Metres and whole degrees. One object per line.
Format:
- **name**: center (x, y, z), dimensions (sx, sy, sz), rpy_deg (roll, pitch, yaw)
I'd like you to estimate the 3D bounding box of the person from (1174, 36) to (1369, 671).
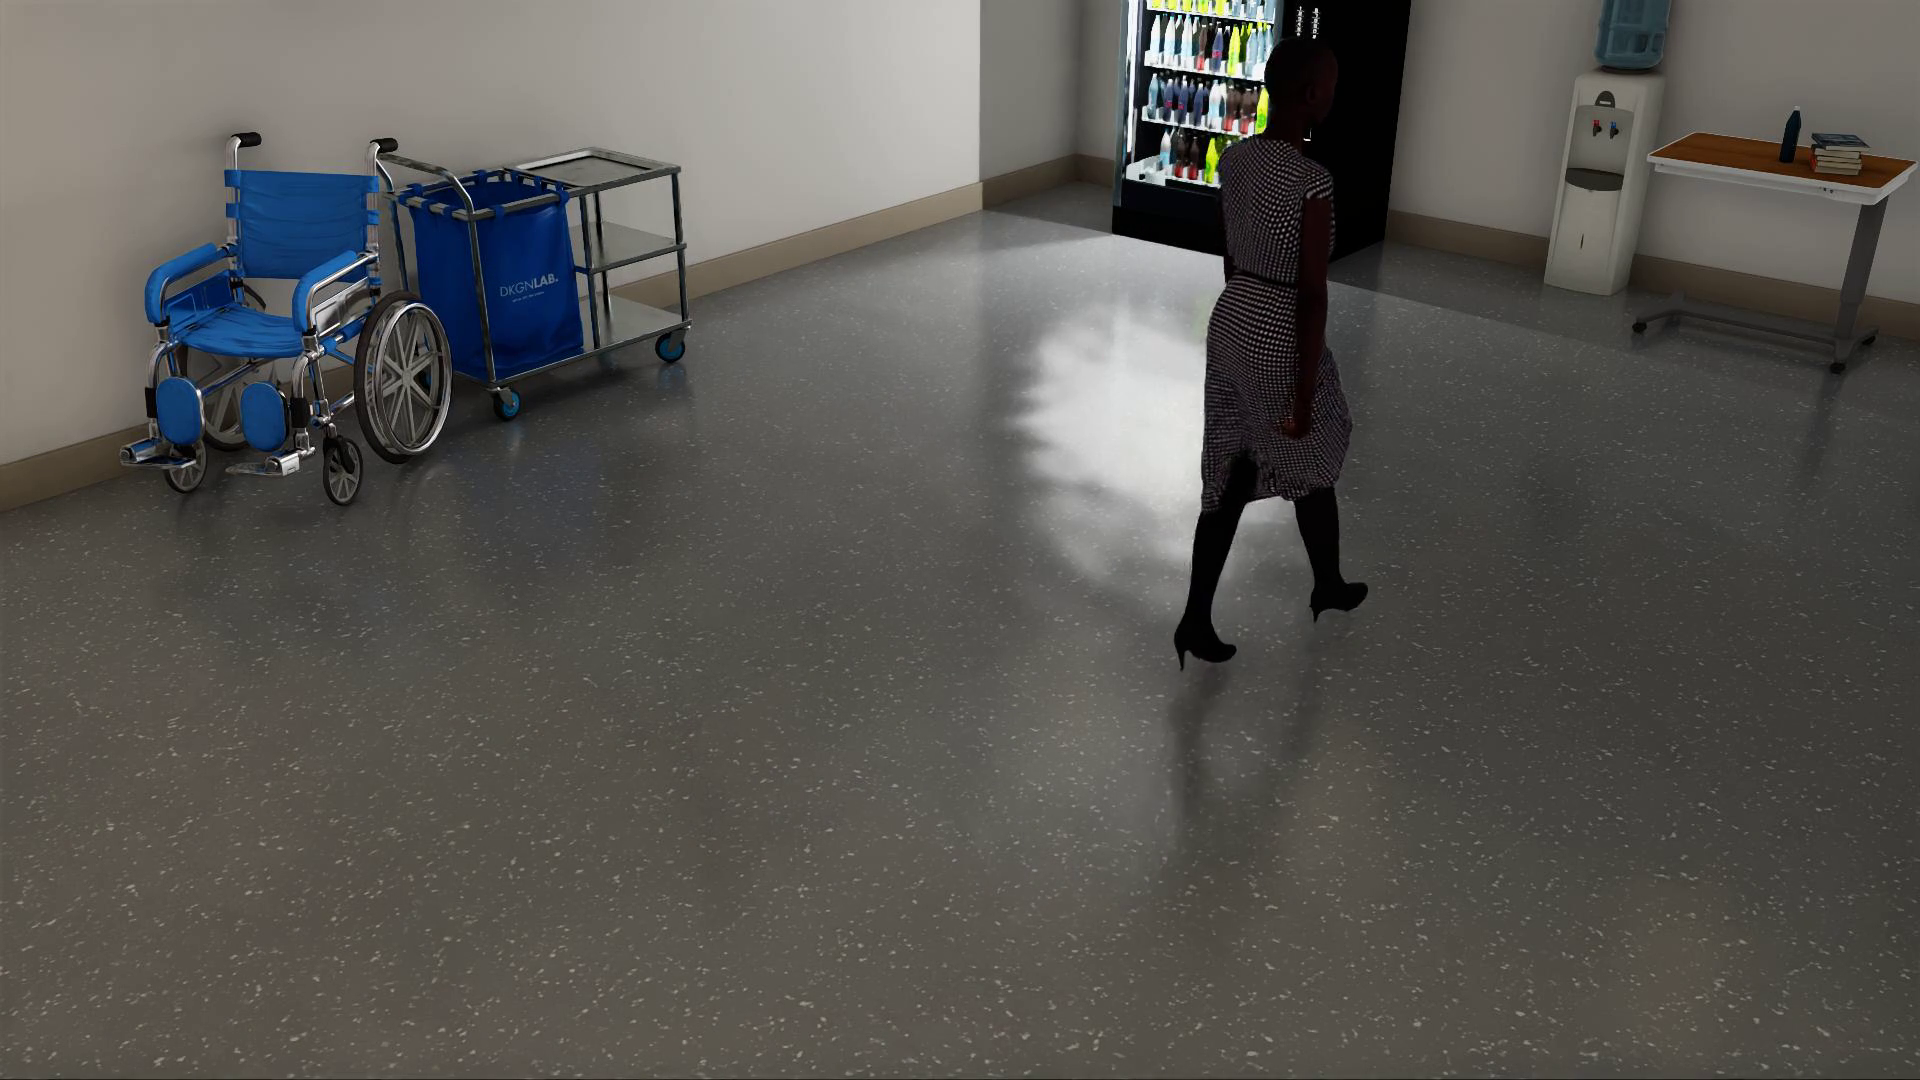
- **person**: center (0.765, -0.425, 4.515), dimensions (0.880, 1.758, 0.986), rpy_deg (-16, 30, -30)
